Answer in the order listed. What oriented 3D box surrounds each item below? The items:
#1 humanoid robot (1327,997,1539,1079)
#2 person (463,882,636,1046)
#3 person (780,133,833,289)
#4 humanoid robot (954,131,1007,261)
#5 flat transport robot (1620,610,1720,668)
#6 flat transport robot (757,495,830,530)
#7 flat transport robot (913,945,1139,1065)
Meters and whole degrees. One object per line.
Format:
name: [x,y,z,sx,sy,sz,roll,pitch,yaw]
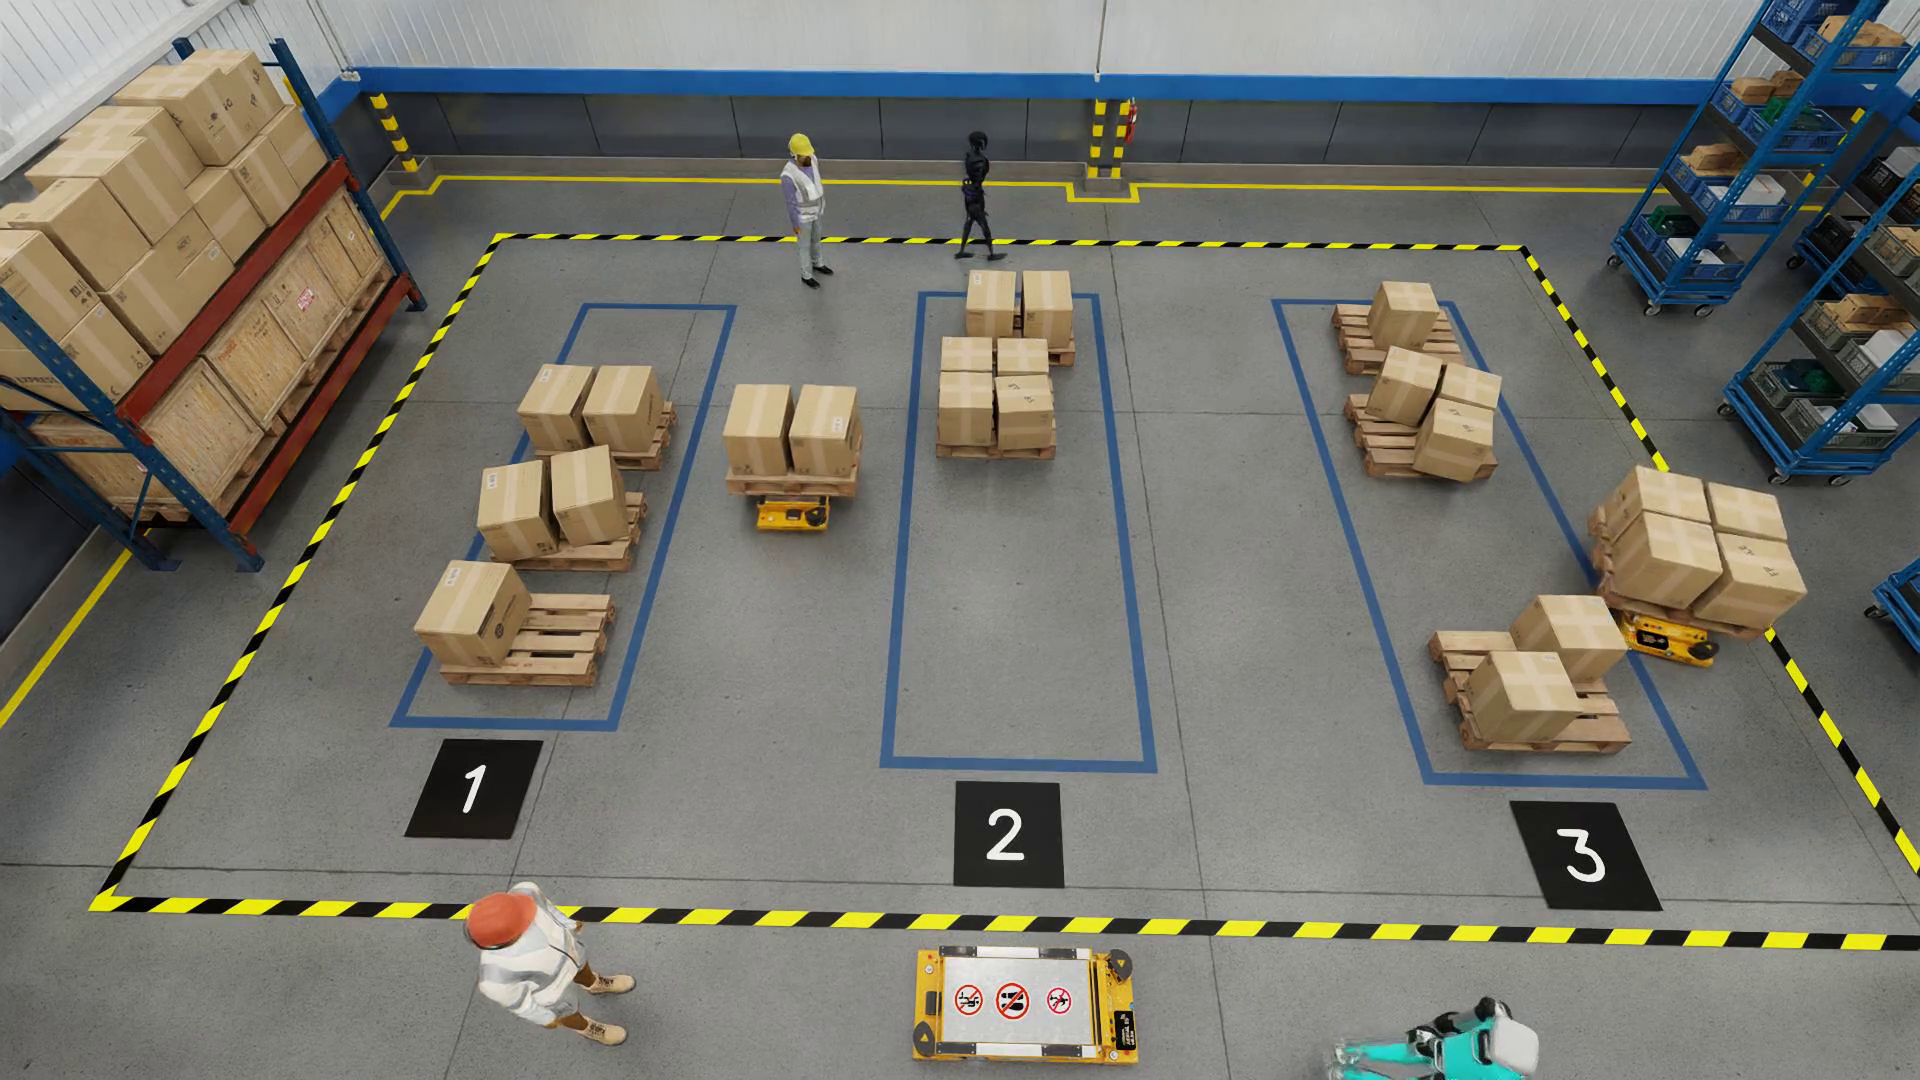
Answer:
humanoid robot: [2.449,2.937,5.136,0.773,1.751,0.551,13,52,10]
person: [-2.342,2.479,5.321,0.372,2.042,0.613,-1,51,-1]
person: [-1.747,-3.797,10.571,0.403,1.830,0.596,22,54,17]
humanoid robot: [0.249,-4.083,10.914,0.636,1.641,0.585,-8,51,-6]
flat transport robot: [6.207,0.415,8.129,0.652,0.197,1.431,14,52,11]
flat transport robot: [-1.571,-0.704,9.041,0.652,0.197,1.431,1,51,1]
flat transport robot: [0.422,3.041,6.007,1.431,0.231,0.659,1,51,1]
